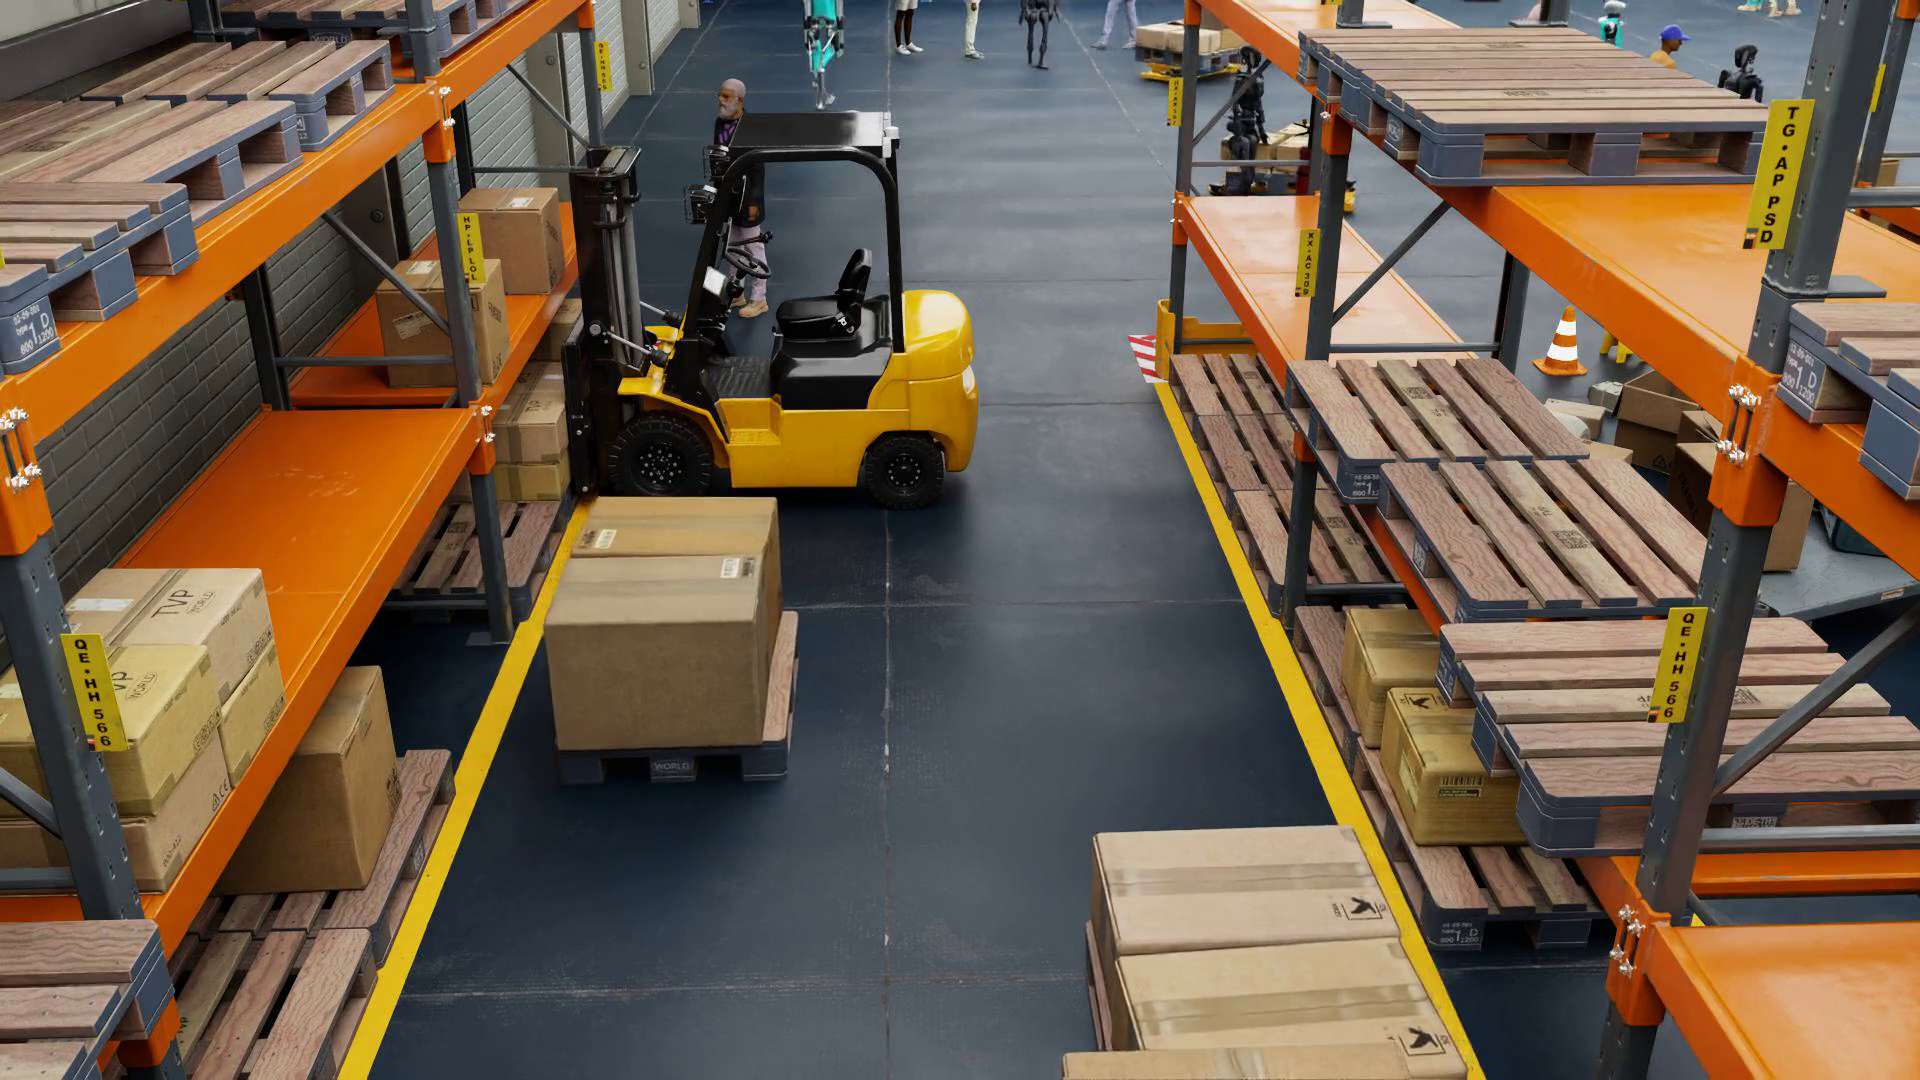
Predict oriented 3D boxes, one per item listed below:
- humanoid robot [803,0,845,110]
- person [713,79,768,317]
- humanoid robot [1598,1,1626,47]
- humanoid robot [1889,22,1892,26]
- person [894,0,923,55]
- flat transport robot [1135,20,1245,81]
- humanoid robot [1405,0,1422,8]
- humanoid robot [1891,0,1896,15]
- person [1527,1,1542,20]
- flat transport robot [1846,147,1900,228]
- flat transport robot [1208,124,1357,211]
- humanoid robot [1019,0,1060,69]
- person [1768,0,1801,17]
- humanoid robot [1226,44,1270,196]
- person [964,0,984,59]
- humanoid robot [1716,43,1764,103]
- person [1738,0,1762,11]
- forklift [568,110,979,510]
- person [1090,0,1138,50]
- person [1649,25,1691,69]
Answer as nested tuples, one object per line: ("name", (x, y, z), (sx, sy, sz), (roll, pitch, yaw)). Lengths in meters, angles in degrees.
("humanoid robot", (-1.744, -6.139, 20.606), (0.552, 1.732, 1.039), (6, 26, 13))
("person", (-1.750, -2.710, 13.185), (0.532, 1.857, 0.405), (22, 33, 38))
("humanoid robot", (7.169, -4.856, 17.886), (0.805, 1.784, 0.563), (7, 26, 14))
("humanoid robot", (14.693, -8.803, 26.311), (0.597, 1.632, 0.589), (15, 29, 29))
("person", (-0.794, -8.275, 24.920), (0.381, 1.899, 0.544), (17, 30, 31))
("flat transport robot", (3.232, -6.606, 23.293), (0.659, 0.231, 1.431), (23, 34, 40))
("humanoid robot", (5.440, -5.769, 19.908), (0.469, 1.629, 0.638), (15, 29, 29))
("humanoid robot", (15.990, -9.885, 28.654), (0.600, 1.627, 0.805), (-22, 33, -38))
("person", (6.333, -5.340, 18.723), (0.859, 1.902, 0.656), (13, 28, 25))
("flat transport robot", (6.686, -1.980, 13.497), (1.431, 0.231, 0.659), (4, 26, 9))
("flat transport robot", (3.246, -3.510, 16.738), (1.431, 0.231, 0.659), (6, 26, 12))
("humanoid robot", (1.134, -7.562, 23.690), (0.590, 1.652, 0.329), (-4, 26, -9))
("person", (14.280, -9.949, 28.500), (0.785, 1.865, 0.556), (-16, 29, -30))
("humanoid robot", (2.747, -3.888, 15.886), (0.328, 1.656, 0.609), (17, 30, 31))
("person", (0.221, -8.006, 24.531), (0.348, 1.744, 0.564), (0, 25, -1))
("humanoid robot", (7.368, -3.914, 15.938), (0.409, 1.647, 0.597), (-12, 28, -23))
("person", (14.024, -10.260, 29.112), (0.489, 1.911, 0.372), (-20, 32, -36))
("forklift", (-1.043, -1.379, 9.976), (2.313, 2.155, 1.214), (-1, 25, -2))
("person", (2.392, -8.294, 25.075), (0.913, 1.797, 0.598), (-18, 30, -33))
("person", (6.980, -4.273, 16.658), (0.365, 1.715, 0.449), (-3, 25, -7))
